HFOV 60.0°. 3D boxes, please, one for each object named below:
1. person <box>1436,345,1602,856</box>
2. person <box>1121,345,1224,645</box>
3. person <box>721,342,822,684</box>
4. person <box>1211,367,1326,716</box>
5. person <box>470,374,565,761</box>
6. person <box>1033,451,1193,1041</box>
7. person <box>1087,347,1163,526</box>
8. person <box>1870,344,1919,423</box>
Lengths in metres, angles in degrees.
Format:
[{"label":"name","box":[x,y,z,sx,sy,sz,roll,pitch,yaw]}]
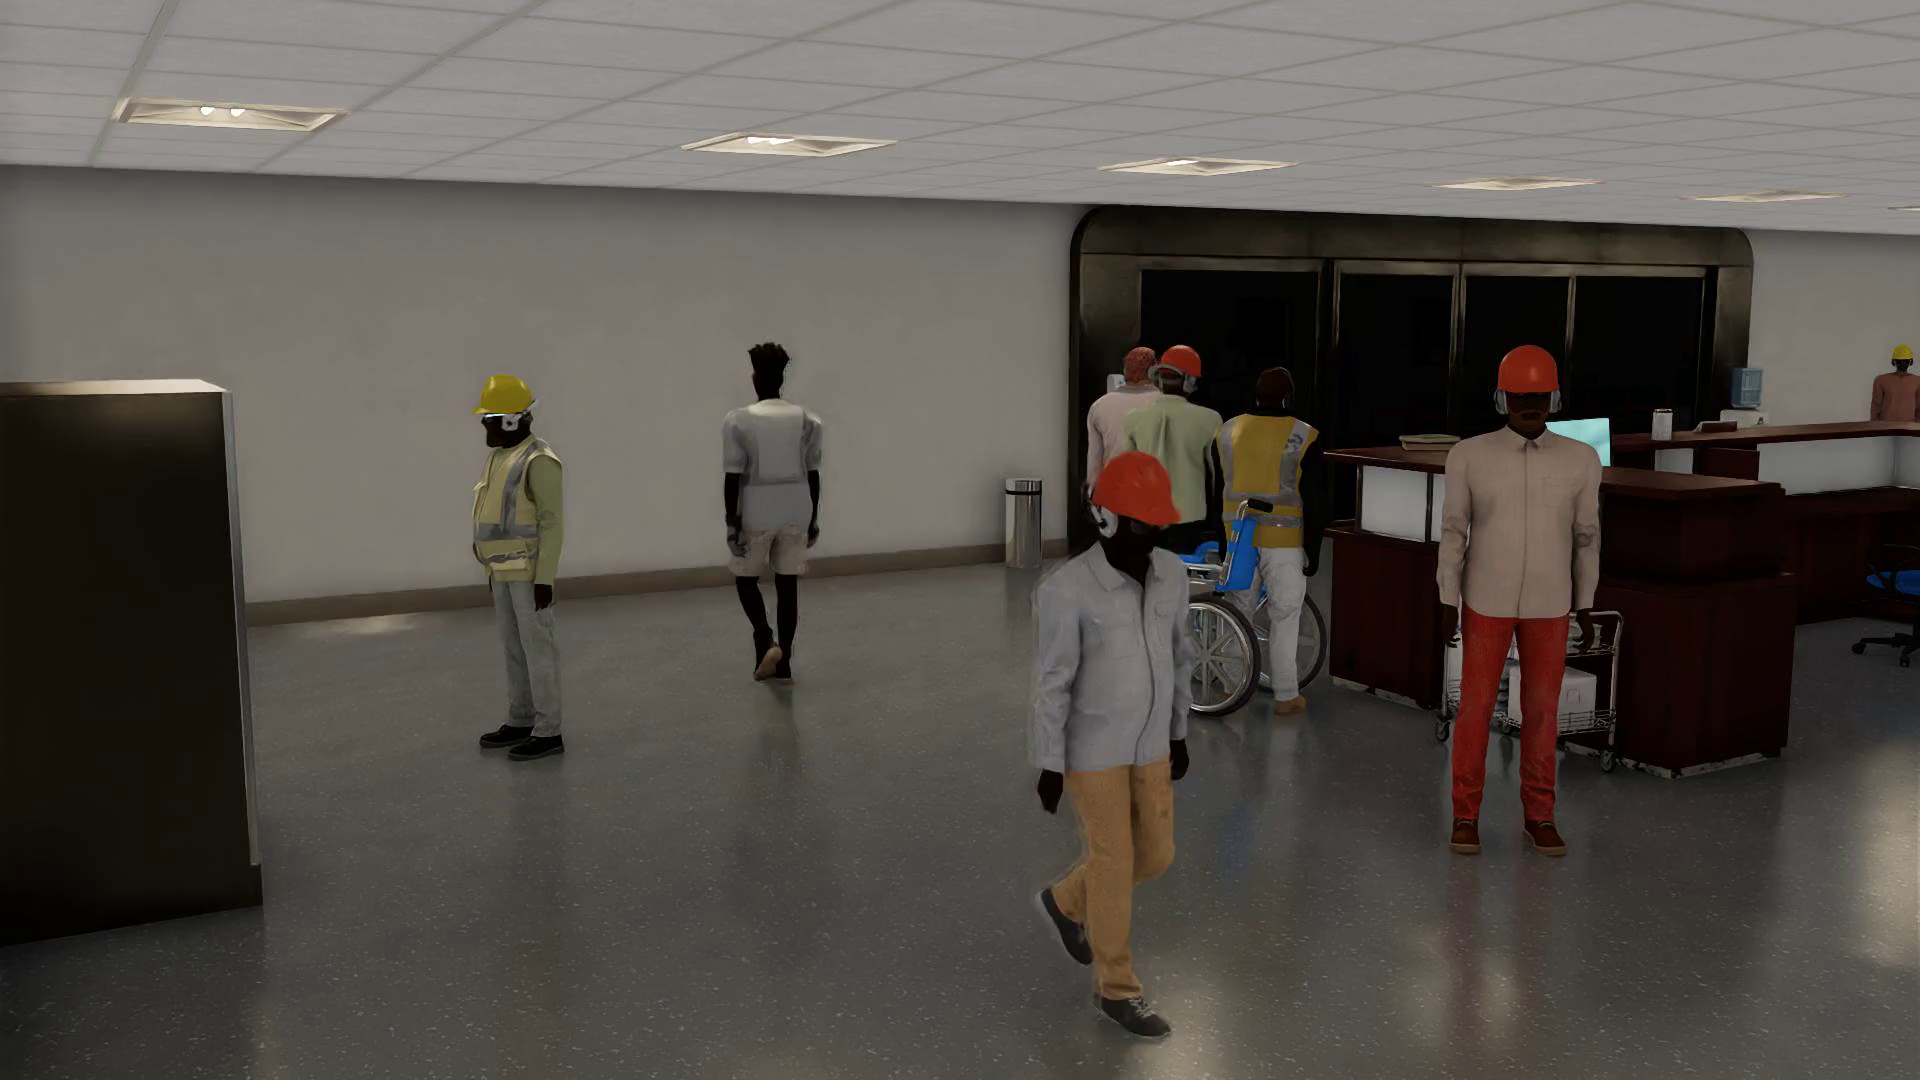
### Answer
[{"label":"person","box":[2.178,0.240,6.502,0.617,1.994,0.381,1,8,5]},{"label":"person","box":[1.240,-0.149,9.568,0.647,1.925,1.078,4,9,26]},{"label":"person","box":[-1.044,-0.133,9.345,0.602,1.953,0.485,-3,9,-24]},{"label":"person","box":[1.631,0.008,8.778,0.626,1.837,0.429,5,9,32]},{"label":"person","box":[-2.104,0.128,7.908,0.403,1.827,0.600,-6,10,-39]},{"label":"person","box":[0.432,0.581,4.970,0.583,1.727,0.565,-6,10,-39]},{"label":"person","box":[1.121,-0.249,10.390,0.643,1.901,0.400,3,8,19]},{"label":"person","box":[10.047,-1.212,17.840,0.523,1.769,0.321,3,8,18]}]
